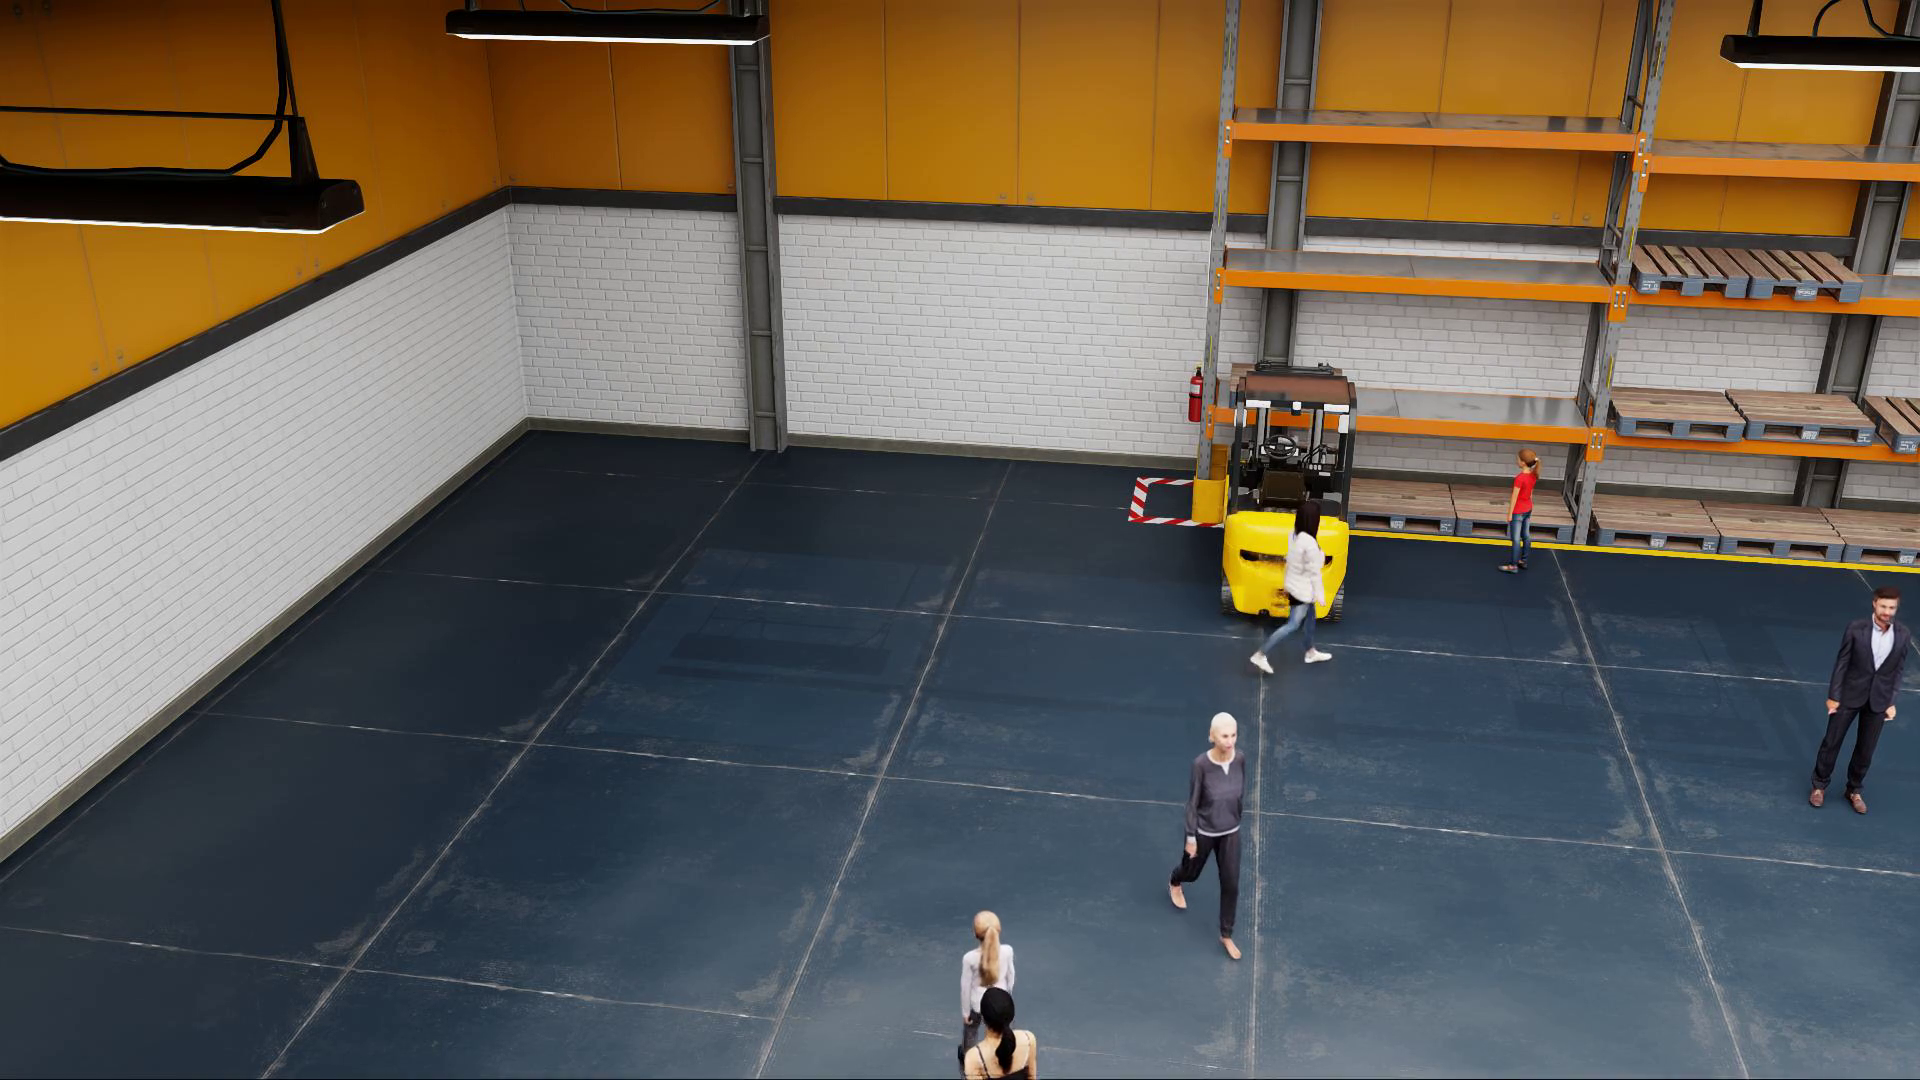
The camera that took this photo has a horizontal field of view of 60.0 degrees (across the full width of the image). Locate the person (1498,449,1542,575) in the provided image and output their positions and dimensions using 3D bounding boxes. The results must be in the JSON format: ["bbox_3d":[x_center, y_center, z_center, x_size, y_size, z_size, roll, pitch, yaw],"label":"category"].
[{"bbox_3d":[5.694,-0.298,16.831,0.551,1.307,0.603,-19,30,-36],"label":"person"}]

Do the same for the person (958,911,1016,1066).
[{"bbox_3d":[0.180,2.784,9.834,0.720,1.265,0.686,-3,24,-8],"label":"person"}]

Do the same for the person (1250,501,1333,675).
[{"bbox_3d":[2.960,0.450,14.745,1.141,1.607,0.869,-4,24,-9],"label":"person"}]

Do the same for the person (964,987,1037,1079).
[{"bbox_3d":[0.267,3.111,8.574,1.173,1.675,1.035,-8,25,-17],"label":"person"}]

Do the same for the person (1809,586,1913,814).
[{"bbox_3d":[6.907,1.199,12.708,0.528,1.867,0.714,6,24,13],"label":"person"}]

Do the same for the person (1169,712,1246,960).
[{"bbox_3d":[1.676,1.916,11.284,1.098,1.695,1.001,-7,25,-16],"label":"person"}]
